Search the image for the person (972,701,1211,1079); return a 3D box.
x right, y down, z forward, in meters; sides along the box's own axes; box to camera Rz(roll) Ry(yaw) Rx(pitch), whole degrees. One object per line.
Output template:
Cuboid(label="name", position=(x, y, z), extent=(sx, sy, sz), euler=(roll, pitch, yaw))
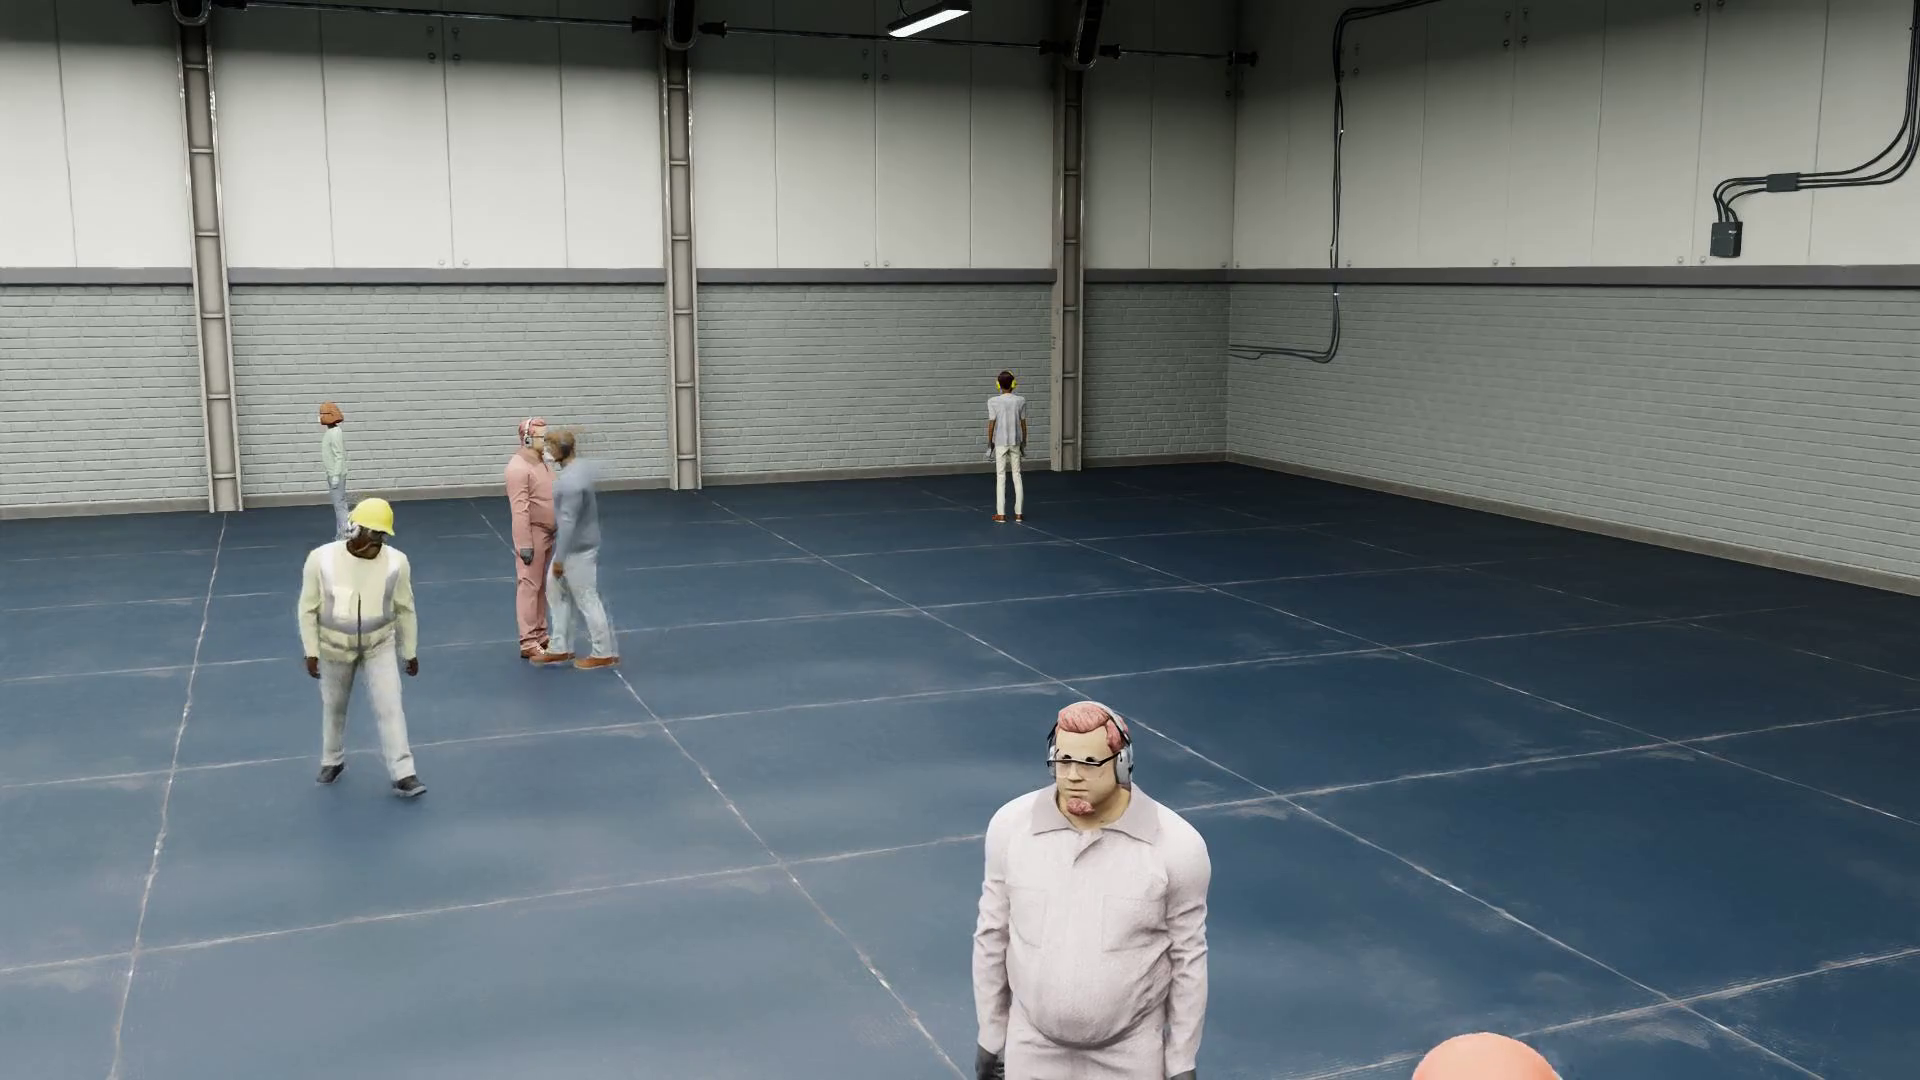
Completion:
Cuboid(label="person", position=(0.338, 1.370, 4.534), extent=(0.651, 1.907, 0.409), euler=(3, 9, 16))

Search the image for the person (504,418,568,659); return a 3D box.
Cuboid(label="person", position=(-3.352, -0.013, 13.221), extent=(0.409, 1.909, 0.640), euler=(0, 9, 3))

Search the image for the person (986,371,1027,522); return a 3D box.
Cuboid(label="person", position=(0.570, -1.146, 20.474), extent=(0.521, 1.864, 0.335), euler=(-2, 9, -12))

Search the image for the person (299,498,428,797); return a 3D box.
Cuboid(label="person", position=(-3.510, 0.623, 9.726), extent=(0.650, 1.762, 0.804), euler=(-4, 10, -24))

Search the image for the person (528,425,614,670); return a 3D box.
Cuboid(label="person", position=(-3.022, 0.083, 12.615), extent=(0.810, 1.904, 0.645), euler=(-2, 9, -12))

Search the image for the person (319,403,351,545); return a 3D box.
Cuboid(label="person", position=(-6.932, -0.706, 18.418), extent=(0.279, 1.634, 0.497), euler=(-5, 10, -27))

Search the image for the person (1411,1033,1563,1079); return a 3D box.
Cuboid(label="person", position=(0.828, 1.649, 2.642), extent=(0.637, 1.944, 0.671), euler=(1, 9, 8))
